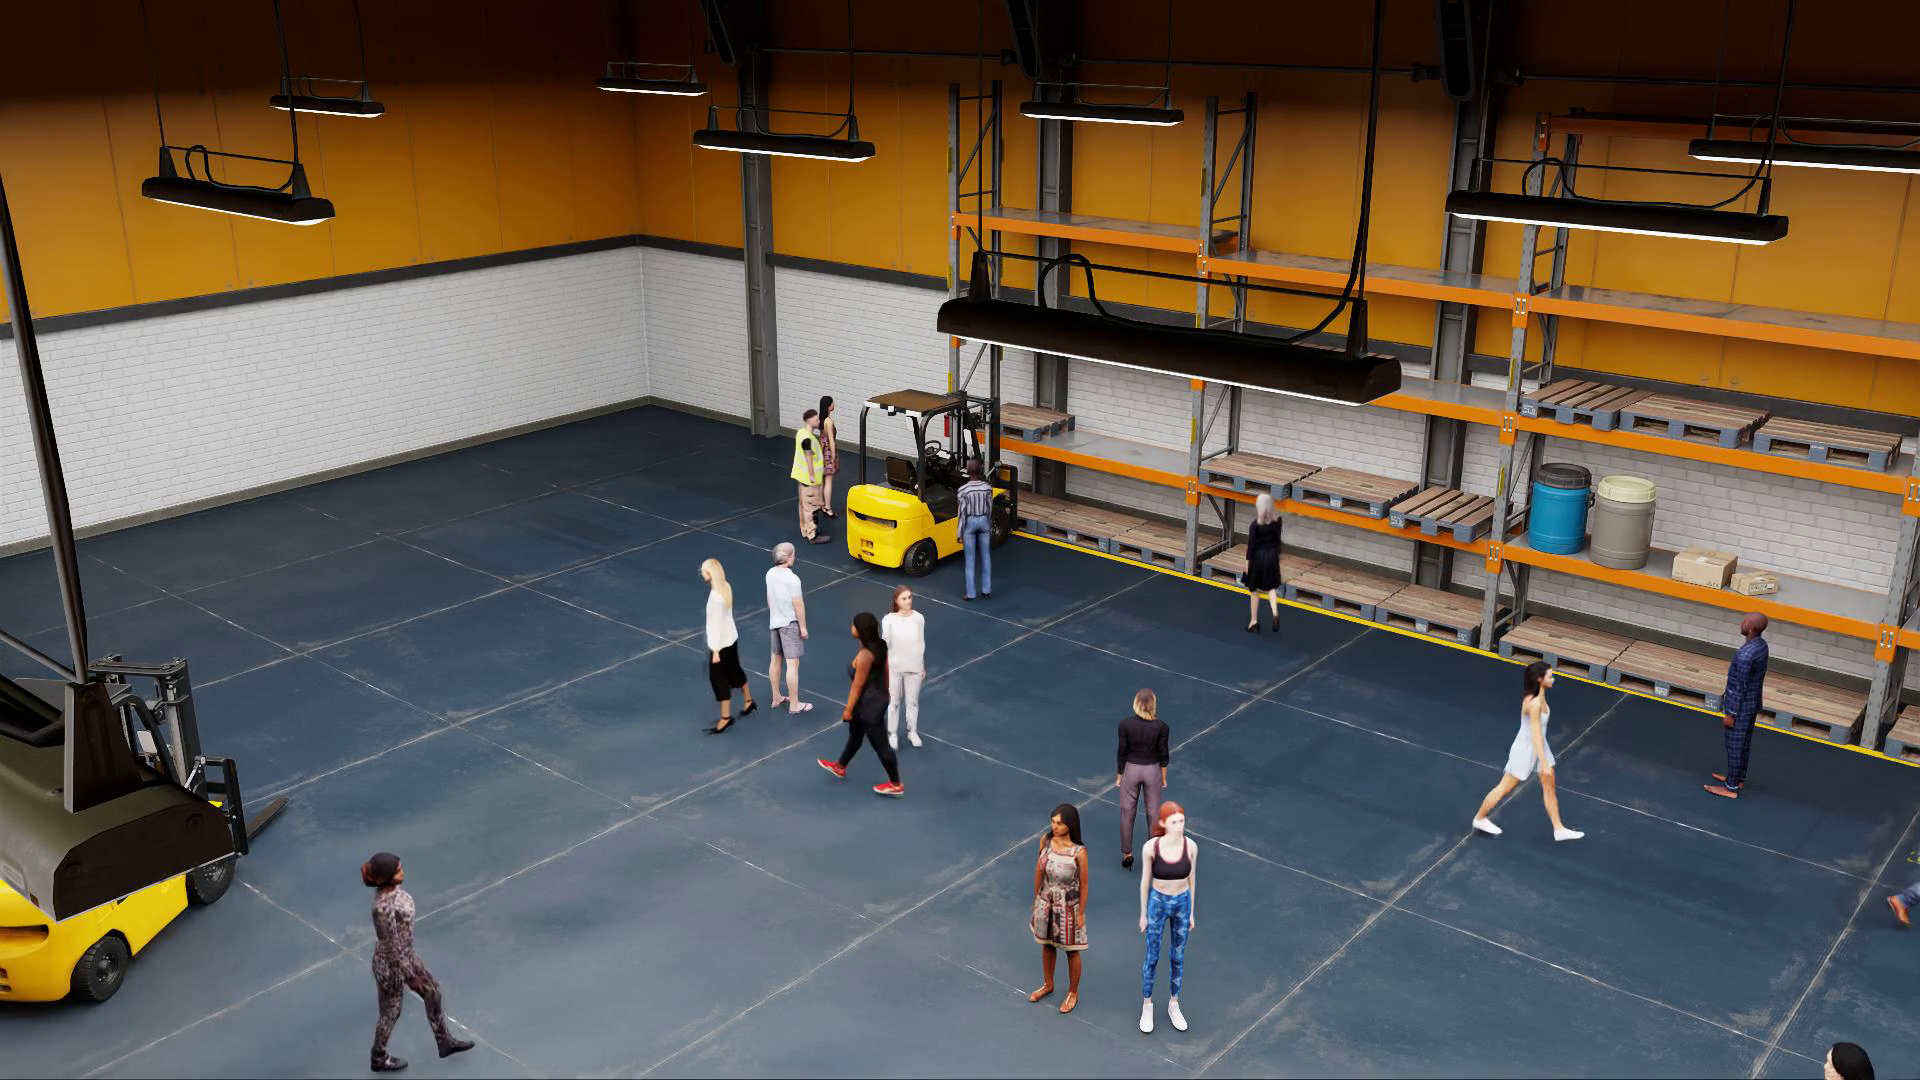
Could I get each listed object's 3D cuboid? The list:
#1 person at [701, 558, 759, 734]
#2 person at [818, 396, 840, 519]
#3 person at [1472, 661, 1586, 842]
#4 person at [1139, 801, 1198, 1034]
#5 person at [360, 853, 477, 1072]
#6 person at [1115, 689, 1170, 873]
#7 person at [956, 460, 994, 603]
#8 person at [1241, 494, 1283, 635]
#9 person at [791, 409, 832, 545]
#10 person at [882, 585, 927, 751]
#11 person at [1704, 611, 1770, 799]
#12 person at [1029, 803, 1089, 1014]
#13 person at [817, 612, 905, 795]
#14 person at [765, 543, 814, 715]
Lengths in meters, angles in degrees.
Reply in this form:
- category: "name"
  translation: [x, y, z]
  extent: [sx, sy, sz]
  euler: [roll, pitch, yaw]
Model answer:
- category: "person"
  translation: [-2.401, 1.062, 16.817]
  extent: [0.921, 1.841, 0.895]
  euler: [1, 19, 4]
- category: "person"
  translation: [-1.888, -1.184, 23.592]
  extent: [0.817, 1.774, 0.718]
  euler: [-11, 21, -29]
- category: "person"
  translation: [4.908, 1.886, 14.633]
  extent: [1.219, 1.674, 0.784]
  euler: [9, 20, 24]
- category: "person"
  translation: [1.501, 2.710, 12.018]
  extent: [0.683, 1.782, 0.742]
  euler: [-2, 19, -5]
- category: "person"
  translation: [-3.984, 2.941, 11.478]
  extent: [1.002, 1.687, 0.958]
  euler: [-2, 19, -7]
- category: "person"
  translation: [1.545, 2.042, 14.173]
  extent: [0.662, 1.671, 0.746]
  euler: [1, 19, 2]
- category: "person"
  translation: [0.198, -0.111, 20.373]
  extent: [0.702, 1.795, 0.695]
  euler: [-7, 20, -20]
- category: "person"
  translation: [3.546, 0.307, 19.218]
  extent: [0.841, 1.740, 0.920]
  euler: [-7, 20, -21]
- category: "person"
  translation: [-2.035, -0.880, 22.578]
  extent: [0.905, 1.845, 0.829]
  euler: [-6, 19, -17]
- category: "person"
  translation: [-0.560, 1.248, 16.509]
  extent: [0.689, 1.687, 0.719]
  euler: [-5, 19, -13]
- category: "person"
  translation: [7.303, 1.513, 15.512]
  extent: [0.582, 1.819, 0.651]
  euler: [14, 23, 36]
- category: "person"
  translation: [0.752, 2.689, 12.292]
  extent: [0.479, 1.645, 0.721]
  euler: [13, 23, 34]
- category: "person"
  translation: [-0.735, 1.550, 15.478]
  extent: [1.243, 1.772, 1.015]
  euler: [5, 19, 13]
- category: "person"
  translation: [-1.825, 0.903, 17.308]
  extent: [0.483, 1.829, 0.710]
  euler: [16, 24, 39]
